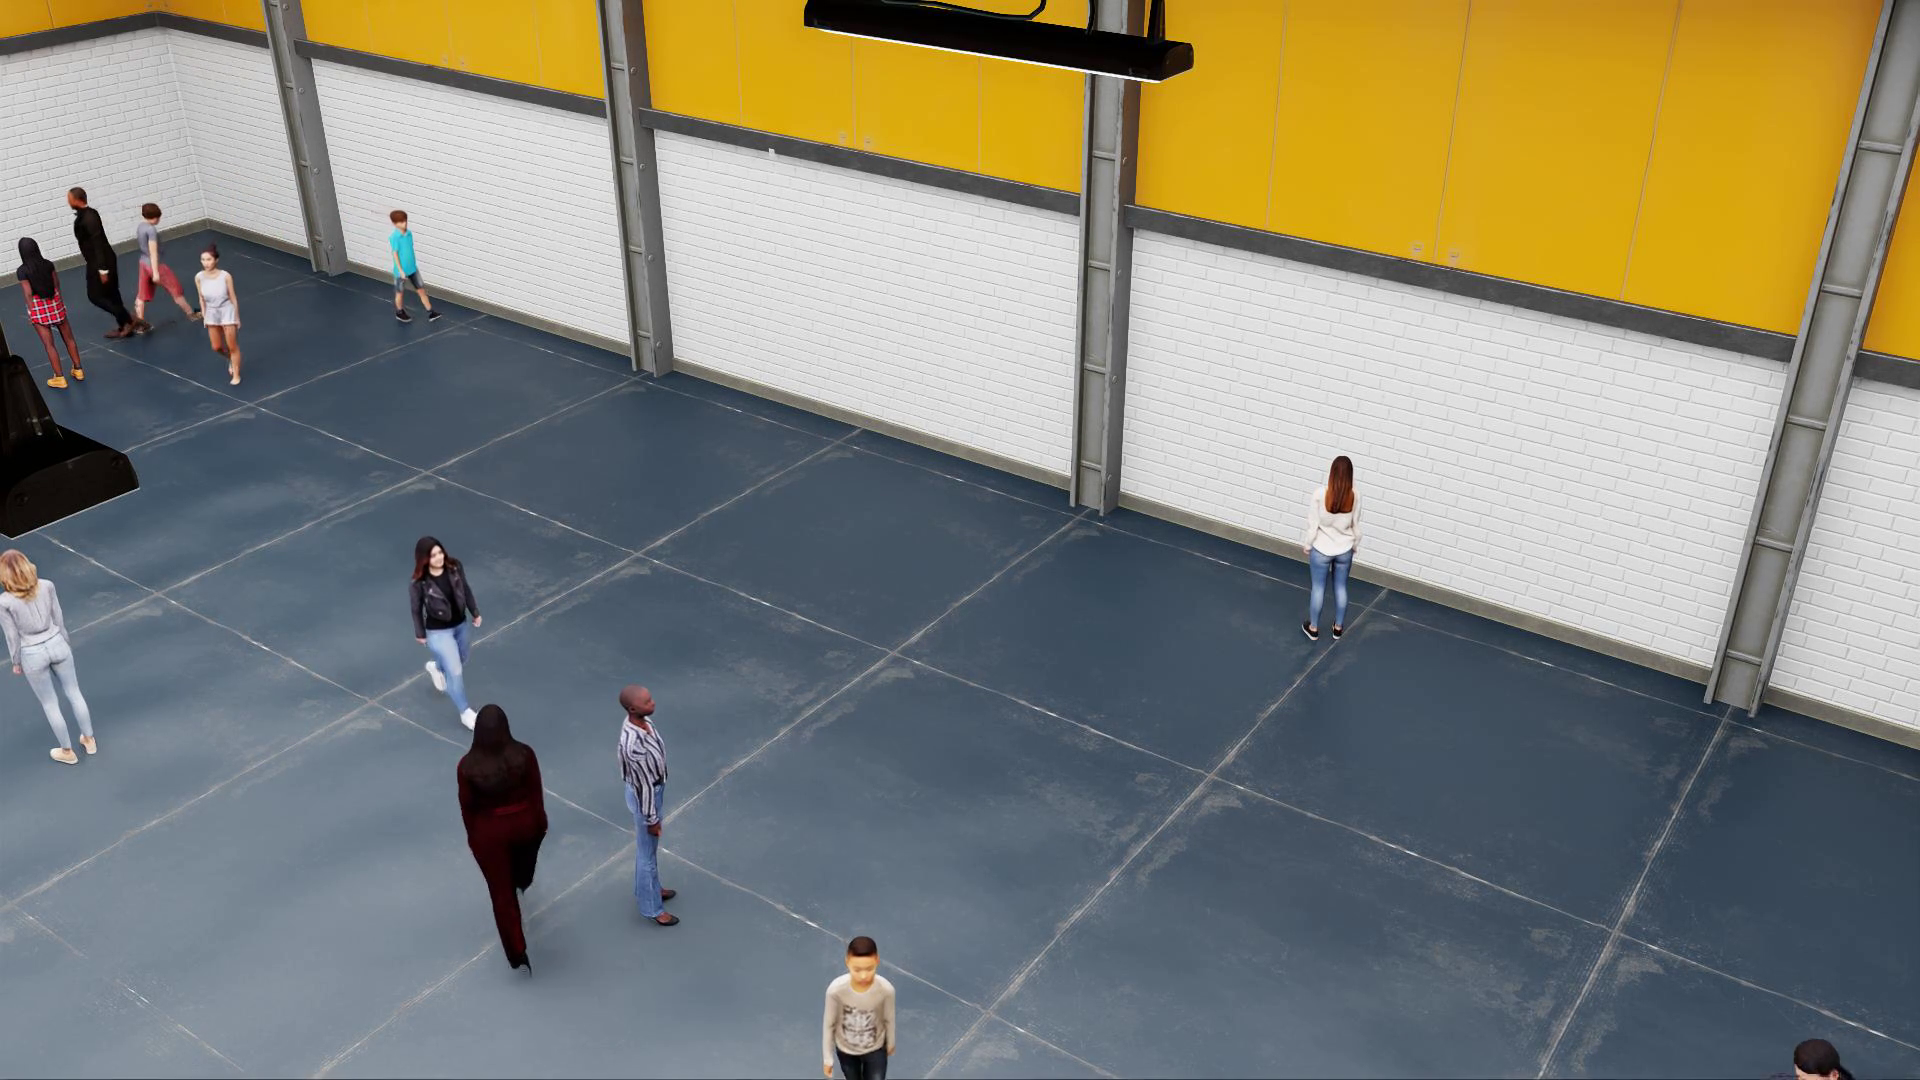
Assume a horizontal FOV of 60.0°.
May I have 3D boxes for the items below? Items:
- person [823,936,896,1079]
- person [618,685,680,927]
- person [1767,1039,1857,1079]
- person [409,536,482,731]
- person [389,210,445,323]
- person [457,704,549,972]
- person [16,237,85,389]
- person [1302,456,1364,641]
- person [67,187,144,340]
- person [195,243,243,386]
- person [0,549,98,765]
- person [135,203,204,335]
[{"bbox_3d":[-0.556,2.758,9.248,0.990,1.429,0.951,0,29,1],"label":"person"},{"bbox_3d":[-2.043,1.701,10.803,0.745,1.796,0.688,-4,29,-8],"label":"person"},{"bbox_3d":[4.140,3.107,8.169,0.888,1.849,1.027,-4,29,-7],"label":"person"},{"bbox_3d":[-4.015,0.669,12.890,1.035,1.610,0.688,21,35,34],"label":"person"},{"bbox_3d":[-6.878,-3.351,20.461,0.903,1.416,0.519,18,34,30],"label":"person"},{"bbox_3d":[-2.820,1.935,10.518,1.074,1.658,1.312,-14,32,-24],"label":"person"},{"bbox_3d":[-10.272,-2.573,18.710,0.627,1.727,0.637,14,31,23],"label":"person"},{"bbox_3d":[3.119,0.067,13.908,0.671,1.691,0.766,0,29,1],"label":"person"},{"bbox_3d":[-10.164,-3.291,19.857,0.948,1.890,0.874,-10,30,-18],"label":"person"},{"bbox_3d":[-8.339,-2.570,18.834,0.739,1.603,0.797,-2,29,-4],"label":"person"},{"bbox_3d":[-6.795,0.862,12.342,0.517,1.796,0.598,21,35,33],"label":"person"},{"bbox_3d":[-9.792,-3.233,20.073,1.104,1.581,0.880,22,36,35],"label":"person"}]
